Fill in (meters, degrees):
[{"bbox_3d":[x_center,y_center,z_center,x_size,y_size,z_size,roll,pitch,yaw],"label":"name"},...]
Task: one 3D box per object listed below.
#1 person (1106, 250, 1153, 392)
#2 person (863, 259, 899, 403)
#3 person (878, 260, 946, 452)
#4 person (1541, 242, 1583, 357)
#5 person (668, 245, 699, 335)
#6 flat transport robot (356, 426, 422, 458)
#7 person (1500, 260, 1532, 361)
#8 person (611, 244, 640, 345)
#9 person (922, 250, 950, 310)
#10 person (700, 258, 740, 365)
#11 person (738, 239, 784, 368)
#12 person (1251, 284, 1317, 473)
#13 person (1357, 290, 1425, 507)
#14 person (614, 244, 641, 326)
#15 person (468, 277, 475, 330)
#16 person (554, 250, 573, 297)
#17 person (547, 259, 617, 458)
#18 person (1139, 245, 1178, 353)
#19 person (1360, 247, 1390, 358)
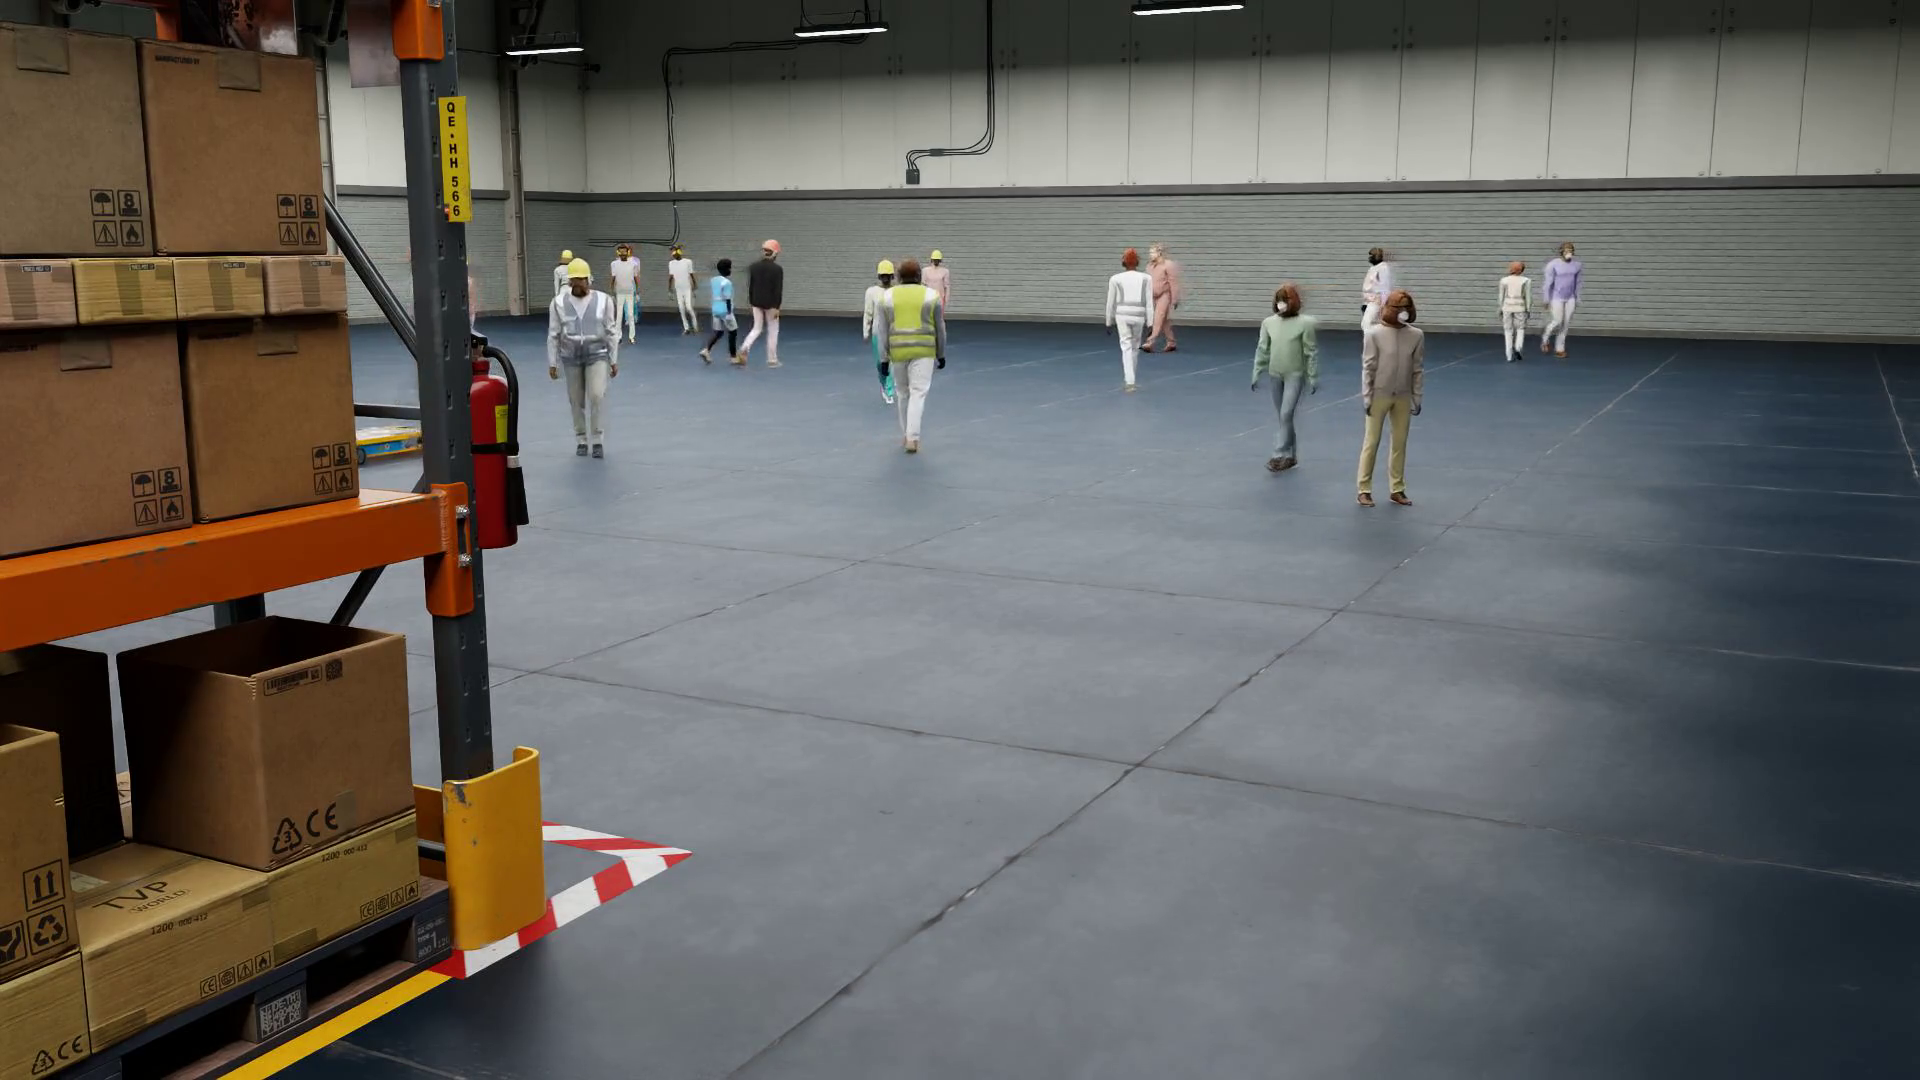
[{"bbox_3d":[2.200,-2.841,21.633,0.589,1.830,1.006,0,10,-2],"label":"person"},{"bbox_3d":[-0.903,-2.555,20.338,0.542,1.742,0.762,0,10,2],"label":"person"},{"bbox_3d":[-0.454,-1.741,15.739,0.621,1.799,0.976,2,11,9],"label":"person"},{"bbox_3d":[10.031,-3.998,27.694,0.628,1.919,0.510,-2,11,-12],"label":"person"},{"bbox_3d":[-5.657,-5.093,33.891,0.545,1.828,0.447,2,11,11],"label":"person"},{"bbox_3d":[-5.436,-0.867,15.098,0.652,0.197,1.431,6,12,28],"label":"flat transport robot"},{"bbox_3d":[8.918,-3.675,26.731,0.511,1.624,0.377,5,12,25],"label":"person"},{"bbox_3d":[-6.216,-4.557,30.877,0.534,1.864,0.310,-2,11,-10],"label":"person"},{"bbox_3d":[-0.450,-4.517,30.963,0.545,1.749,0.385,0,10,1],"label":"person"},{"bbox_3d":[-3.696,-3.550,25.906,0.665,1.663,0.551,-8,13,-38],"label":"person"},{"bbox_3d":[-3.009,-3.572,25.250,0.647,1.959,0.809,5,12,27],"label":"person"},{"bbox_3d":[2.720,-1.365,14.169,0.528,1.595,0.801,9,14,39],"label":"person"},{"bbox_3d":[3.225,-1.053,12.438,0.500,1.625,0.303,-2,11,-12],"label":"person"},{"bbox_3d":[-7.454,-5.711,37.259,0.575,1.830,0.443,2,11,11],"label":"person"},{"bbox_3d":[-7.158,-3.237,23.976,0.525,1.758,0.407,10,14,42],"label":"person"},{"bbox_3d":[-7.417,-4.612,31.512,0.492,1.740,0.324,-1,10,-5],"label":"person"},{"bbox_3d":[-3.439,-1.637,15.116,0.623,1.803,0.757,-1,10,-7],"label":"person"},{"bbox_3d":[3.420,-4.160,28.759,1.010,1.846,0.655,-7,12,-33],"label":"person"},{"bbox_3d":[6.753,-3.884,27.314,0.562,1.821,0.643,0,10,2],"label":"person"}]
